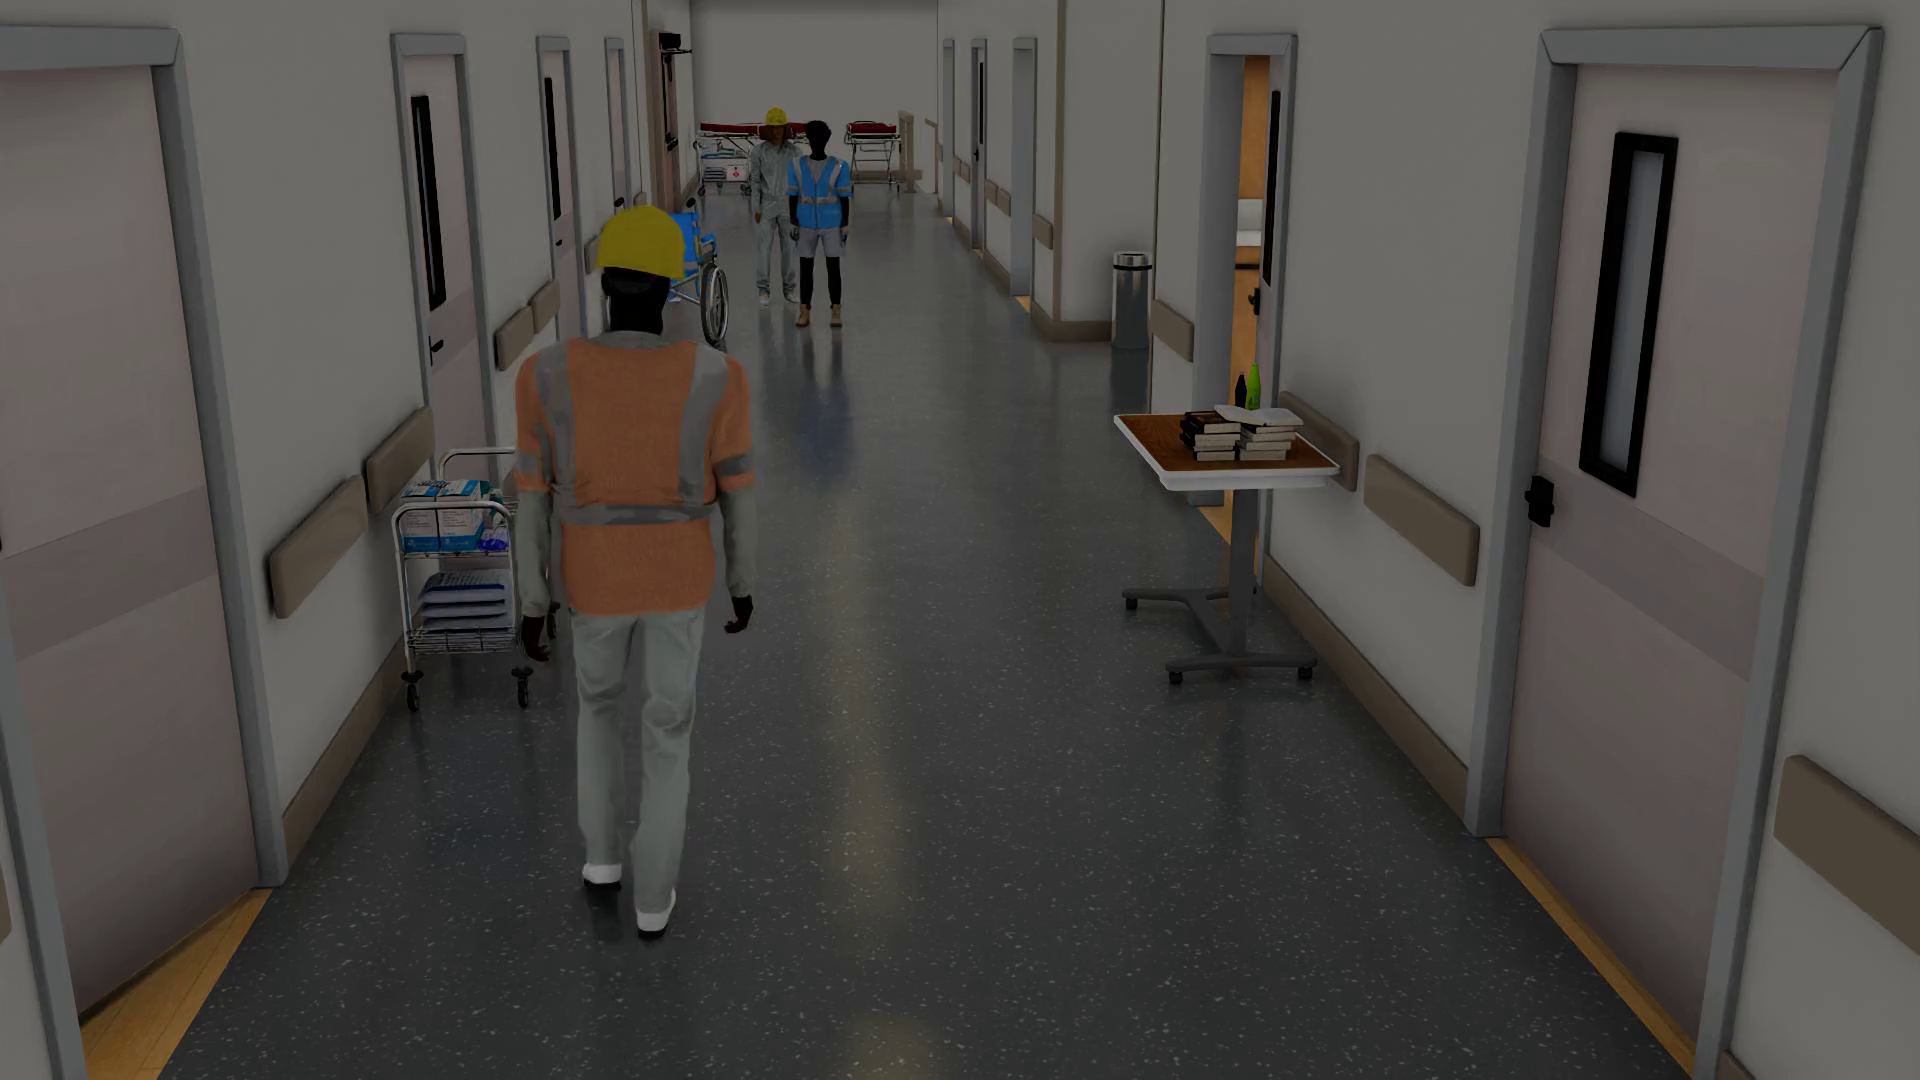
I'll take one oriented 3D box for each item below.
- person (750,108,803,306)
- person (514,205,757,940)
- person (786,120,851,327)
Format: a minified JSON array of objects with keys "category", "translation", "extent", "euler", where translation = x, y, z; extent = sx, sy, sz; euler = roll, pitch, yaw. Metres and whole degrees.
[{"category":"person","translation":[-1.625,-2.984,14.931],"extent":[0.487,1.744,0.312],"euler":[-6,18,-21]},{"category":"person","translation":[-0.834,0.090,4.374],"extent":[0.604,1.903,0.586],"euler":[-2,17,-5]},{"category":"person","translation":[-1.161,-2.605,13.753],"extent":[0.536,1.698,0.319],"euler":[1,17,5]}]
